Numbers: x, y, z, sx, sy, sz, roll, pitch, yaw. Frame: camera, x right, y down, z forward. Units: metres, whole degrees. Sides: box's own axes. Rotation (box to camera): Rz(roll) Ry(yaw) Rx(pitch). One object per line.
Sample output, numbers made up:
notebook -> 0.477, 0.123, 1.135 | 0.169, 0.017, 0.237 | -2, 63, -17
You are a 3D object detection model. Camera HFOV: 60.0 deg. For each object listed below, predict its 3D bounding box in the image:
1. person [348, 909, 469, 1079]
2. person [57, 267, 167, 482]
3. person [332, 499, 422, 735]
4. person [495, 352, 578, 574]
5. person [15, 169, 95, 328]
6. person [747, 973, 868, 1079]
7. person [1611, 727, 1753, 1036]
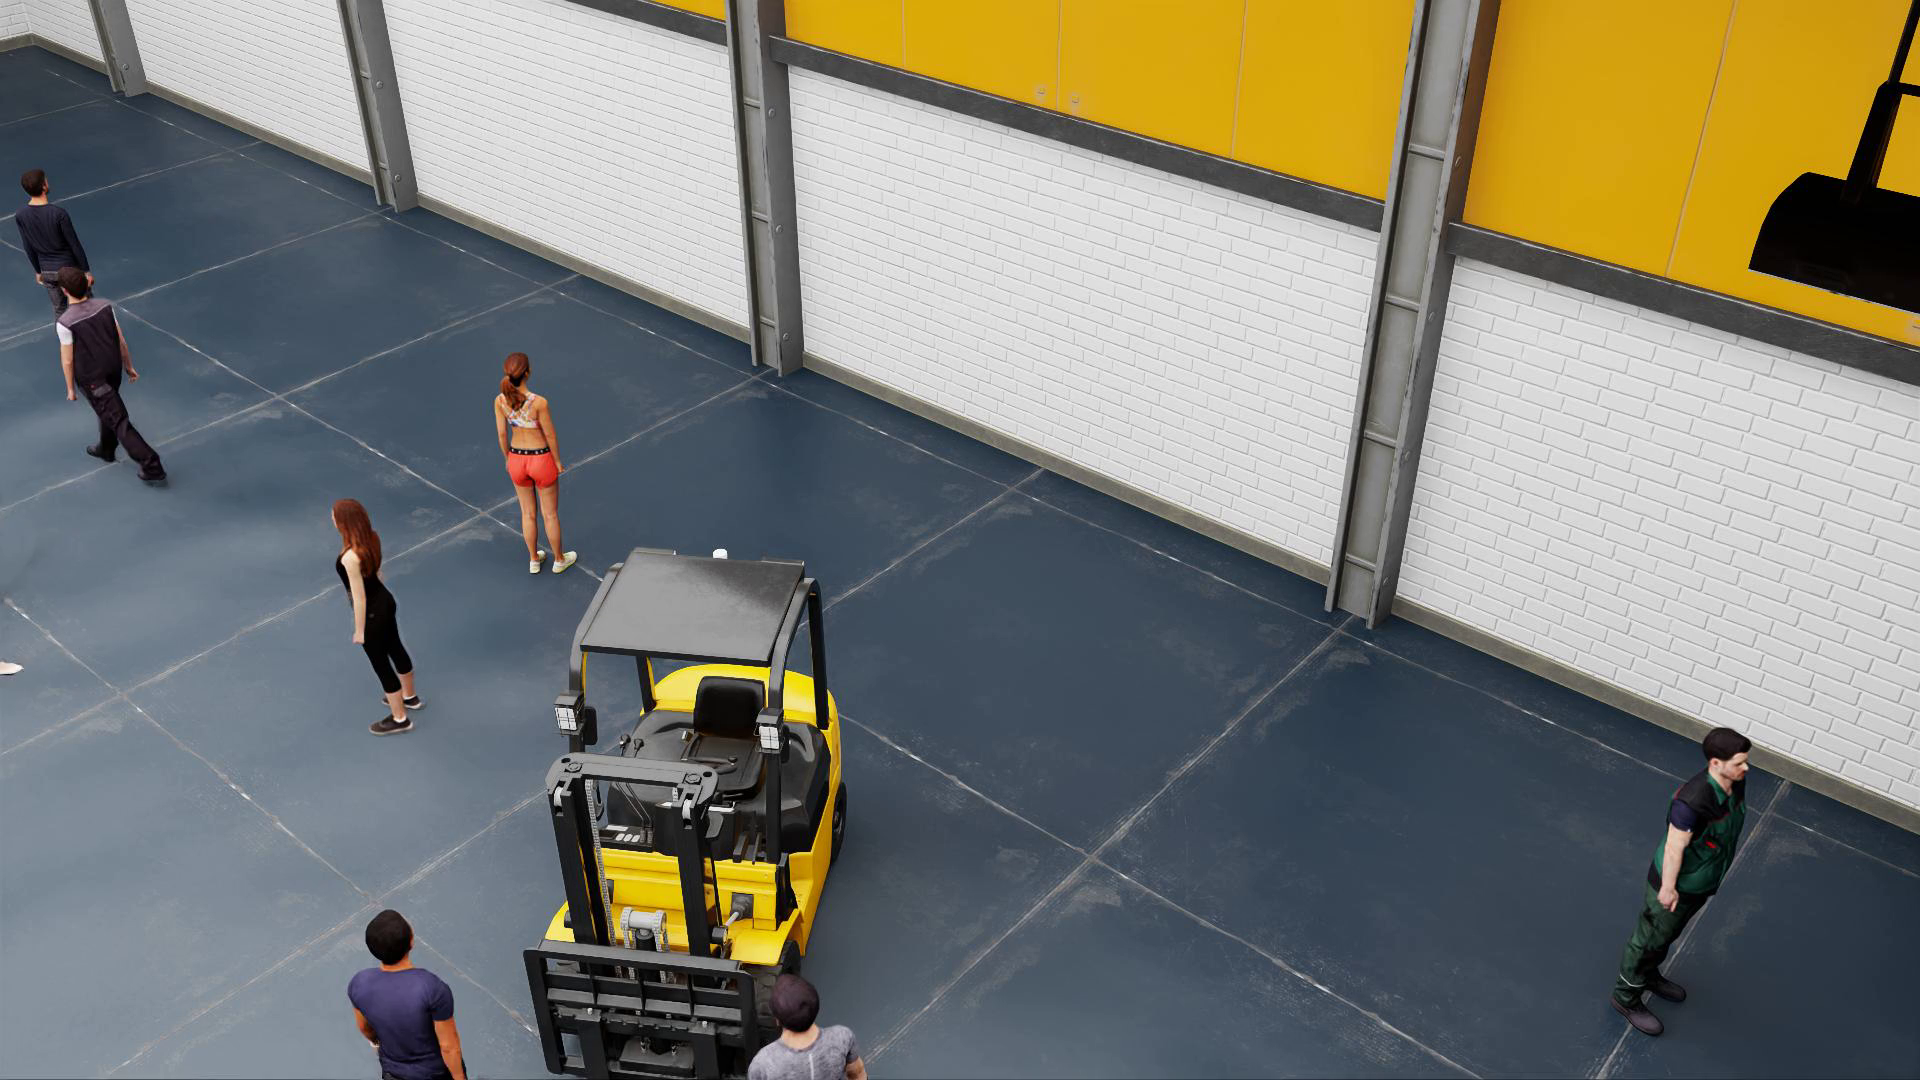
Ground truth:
person -> -2.525, 2.488, 7.628 | 1.195, 1.744, 1.190 | 1, 34, 1
person -> -6.765, -1.261, 13.218 | 1.246, 1.801, 0.889 | 15, 36, 21
person -> -3.755, 0.469, 10.683 | 0.683, 1.726, 0.643 | 1, 34, 1
person -> -3.129, -0.549, 12.156 | 0.649, 1.790, 0.741 | 4, 34, 6
person -> -8.031, -2.399, 14.868 | 0.697, 1.868, 0.774 | -1, 34, -1
person -> -0.678, 2.637, 7.294 | 0.823, 1.867, 0.739 | -13, 36, -19
person -> 3.753, 1.724, 8.637 | 0.693, 1.900, 0.596 | -28, 43, -36
